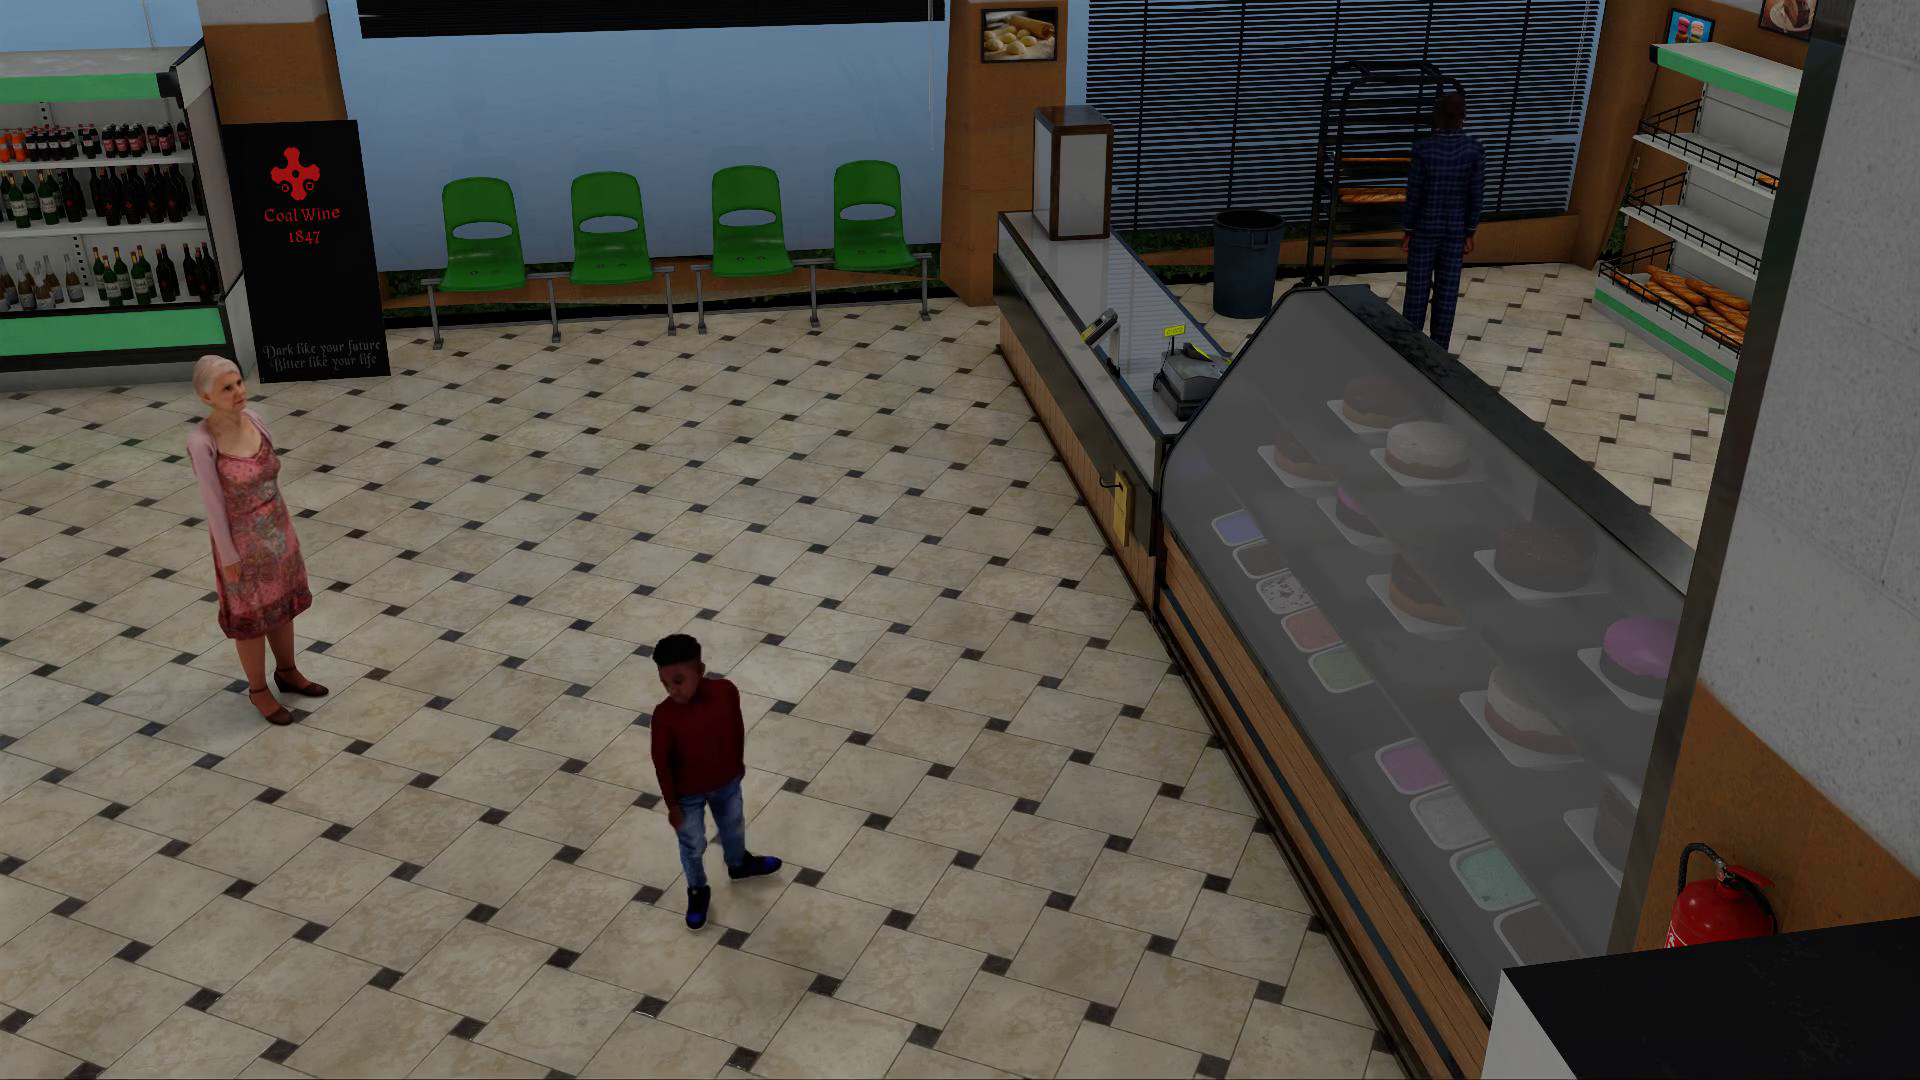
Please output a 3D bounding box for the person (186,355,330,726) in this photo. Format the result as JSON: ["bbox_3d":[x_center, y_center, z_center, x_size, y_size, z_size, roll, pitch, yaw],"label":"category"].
[{"bbox_3d":[-3.111,-0.006,7.285,0.704,1.692,0.680,9,28,17],"label":"person"}]

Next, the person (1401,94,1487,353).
[{"bbox_3d":[3.238,-2.099,11.266,0.679,1.826,0.811,5,27,10],"label":"person"}]

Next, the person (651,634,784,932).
[{"bbox_3d":[-0.936,0.847,6.112,0.788,1.233,0.639,21,34,35],"label":"person"}]
